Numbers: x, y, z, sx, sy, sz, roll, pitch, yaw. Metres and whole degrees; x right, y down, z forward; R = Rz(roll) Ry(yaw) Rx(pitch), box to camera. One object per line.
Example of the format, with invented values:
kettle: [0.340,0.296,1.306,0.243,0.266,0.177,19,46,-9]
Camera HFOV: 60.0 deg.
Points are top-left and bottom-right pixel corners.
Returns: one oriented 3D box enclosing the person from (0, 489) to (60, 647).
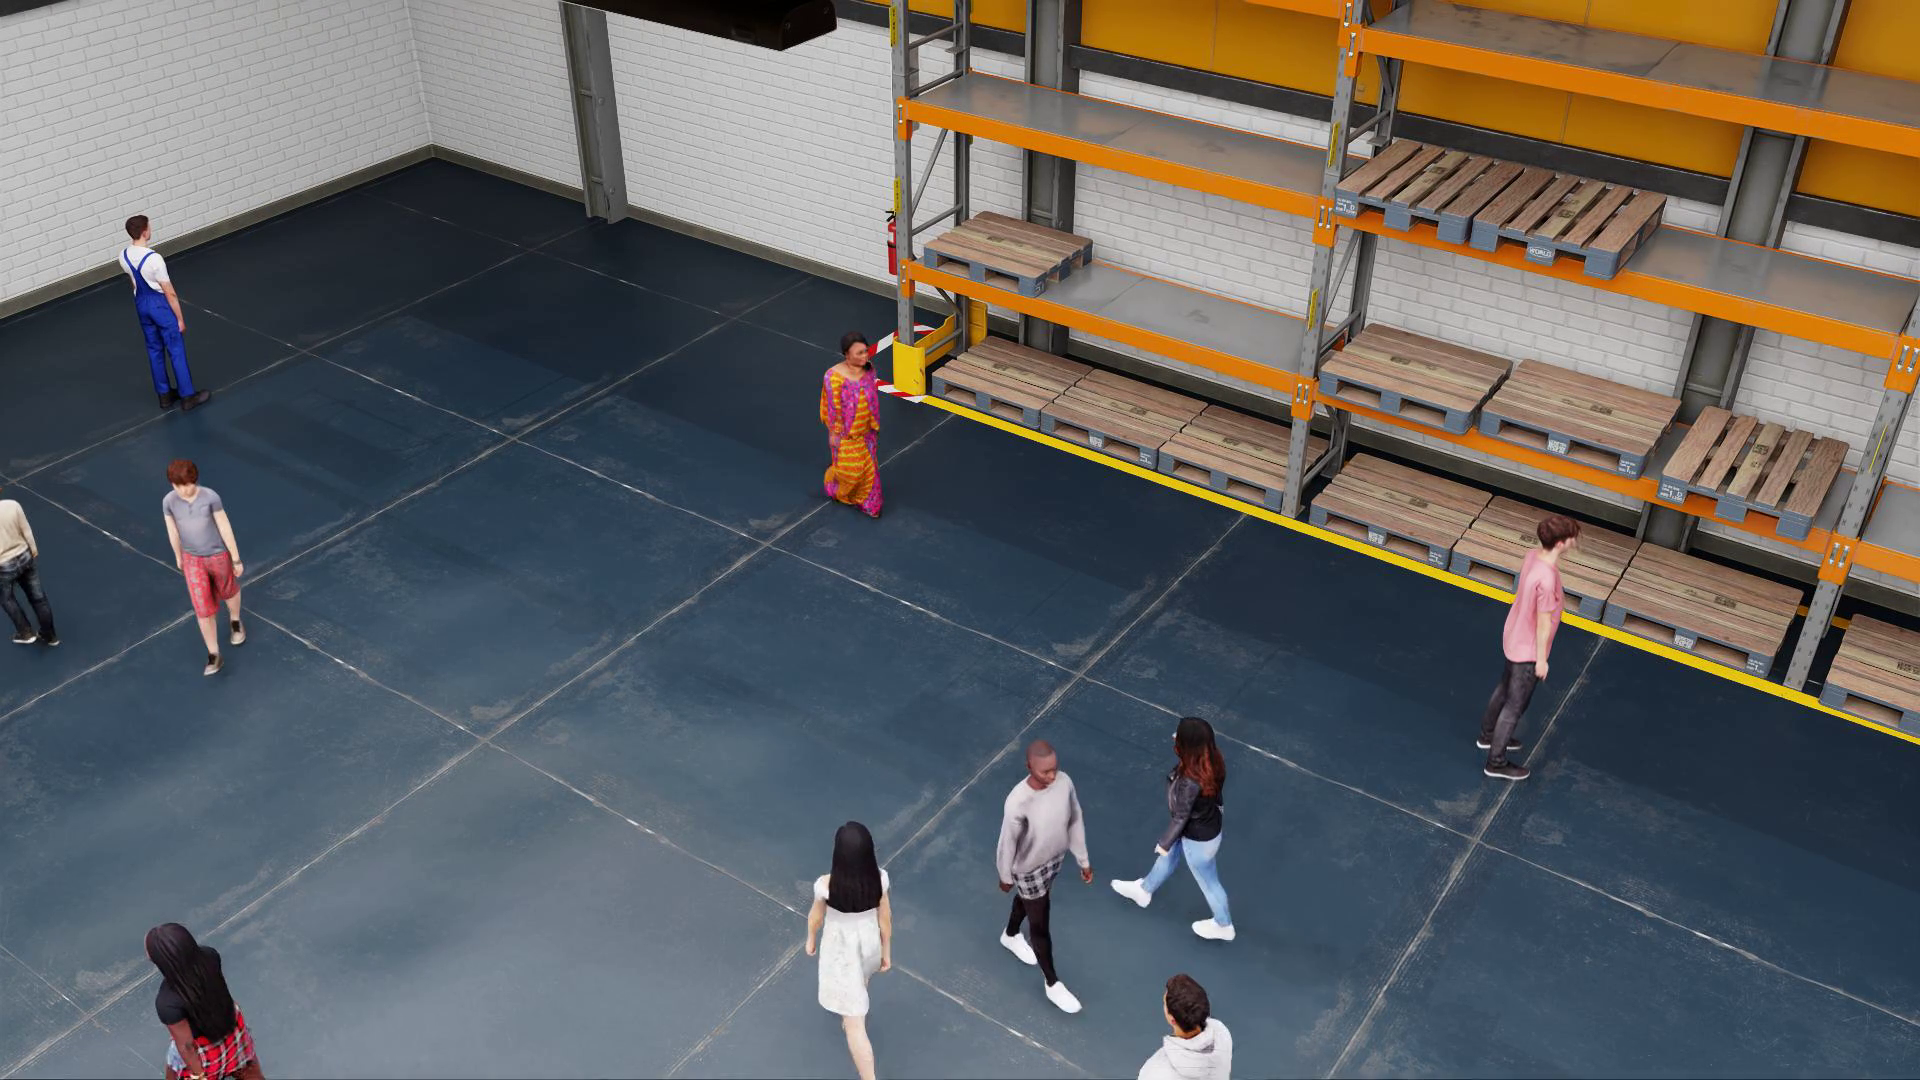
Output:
person: [-6.833,0.194,12.047,0.548,1.452,0.570,23,40,30]

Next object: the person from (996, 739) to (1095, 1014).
person: [0.371,1.764,9.419,0.783,1.746,1.049,-27,42,-34]

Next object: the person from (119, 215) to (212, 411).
person: [-7.283,-2.060,15.080,0.615,1.847,0.745,8,35,12]

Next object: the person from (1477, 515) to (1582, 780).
person: [3.683,0.678,10.865,0.713,1.954,0.712,3,34,5]

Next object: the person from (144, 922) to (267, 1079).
person: [-3.626,2.549,8.274,0.933,1.705,0.771,8,35,12]

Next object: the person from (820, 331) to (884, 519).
person: [-0.894,-0.959,13.590,0.781,1.663,0.917,-24,41,-32]

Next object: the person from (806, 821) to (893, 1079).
person: [-0.544,2.251,8.701,1.049,1.730,1.229,-11,35,-16]

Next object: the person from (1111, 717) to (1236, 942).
person: [1.450,1.704,9.642,1.101,1.599,0.837,12,36,18]

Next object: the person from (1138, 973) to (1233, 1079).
person: [1.096,2.818,7.703,0.880,1.890,1.193,-26,42,-34]

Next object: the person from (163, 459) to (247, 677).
person: [-5.444,0.079,12.065,0.994,1.623,1.087,-8,34,-12]
